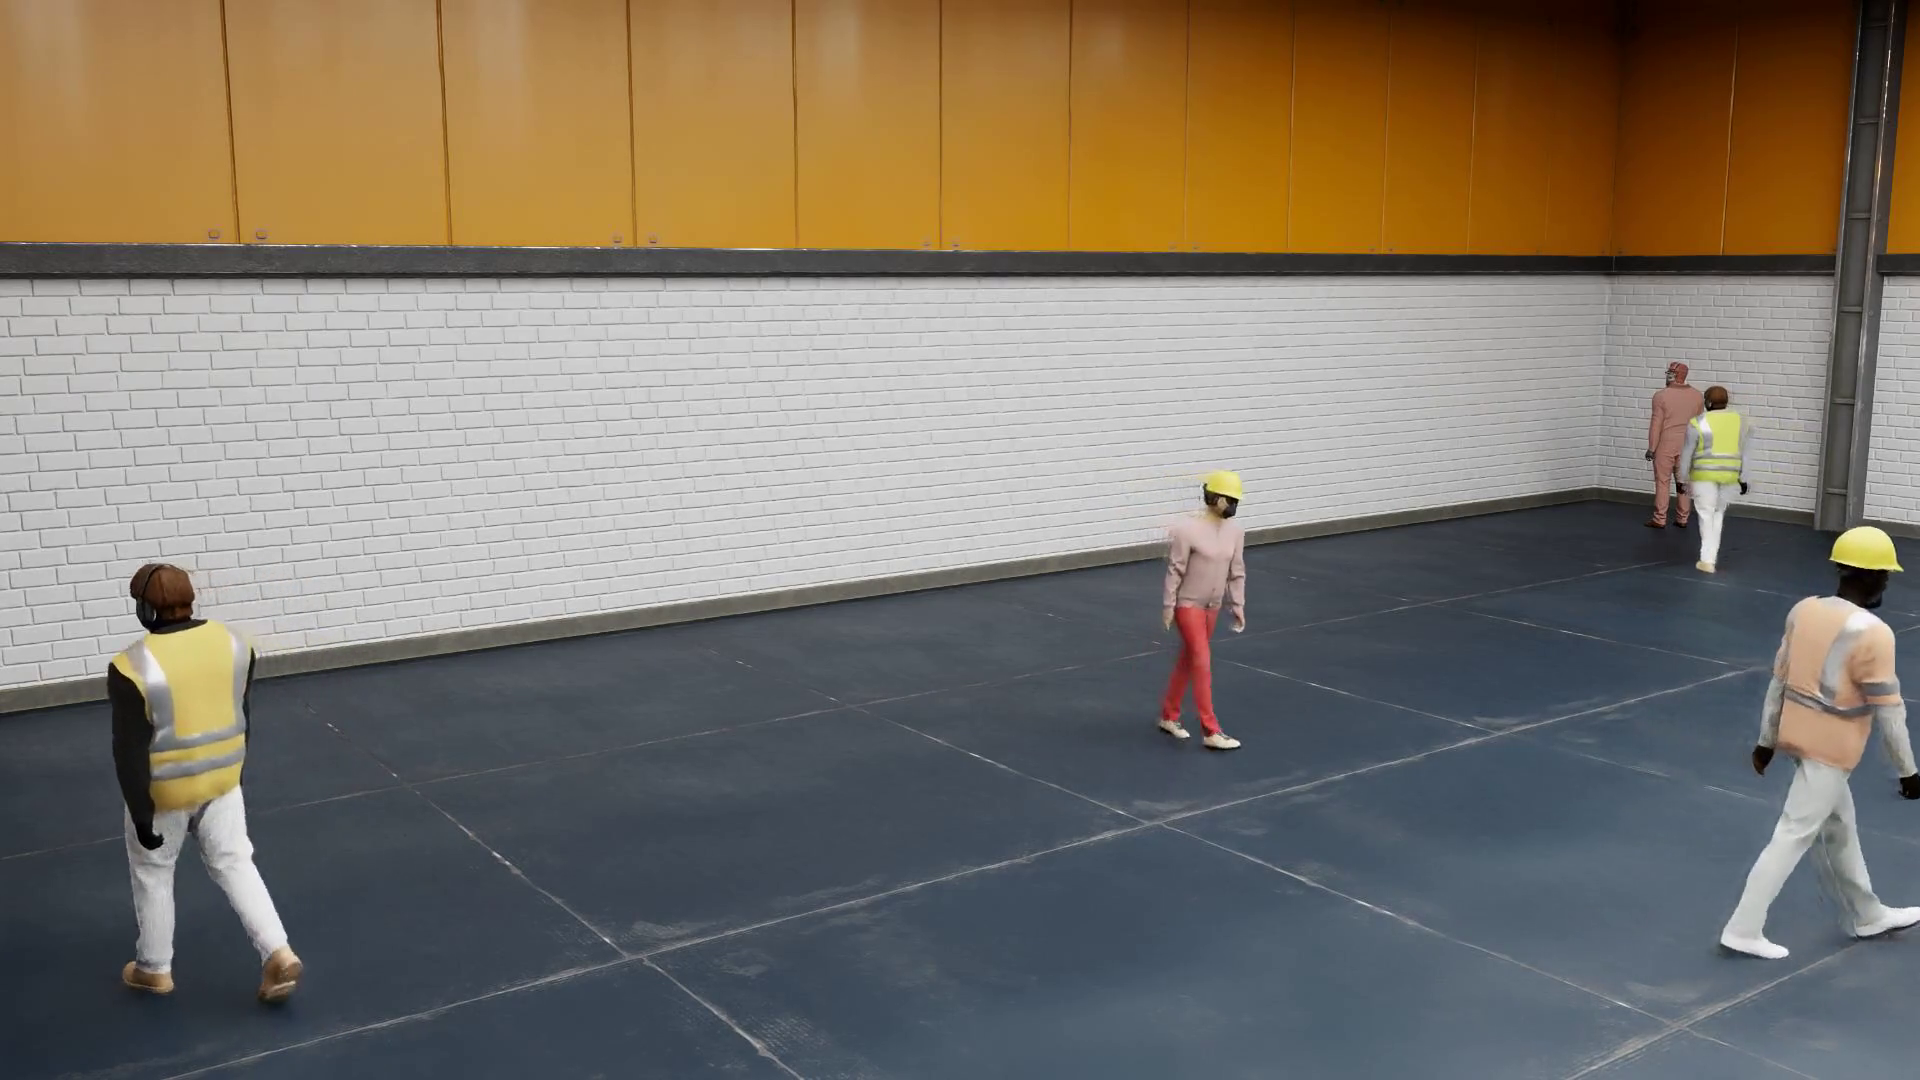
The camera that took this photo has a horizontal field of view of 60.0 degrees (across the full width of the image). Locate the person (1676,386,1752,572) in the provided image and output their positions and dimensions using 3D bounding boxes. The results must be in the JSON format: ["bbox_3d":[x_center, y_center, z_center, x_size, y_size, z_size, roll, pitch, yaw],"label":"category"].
[{"bbox_3d":[7.388,-0.615,16.441,0.661,1.821,0.660,-1,9,-3],"label":"person"}]

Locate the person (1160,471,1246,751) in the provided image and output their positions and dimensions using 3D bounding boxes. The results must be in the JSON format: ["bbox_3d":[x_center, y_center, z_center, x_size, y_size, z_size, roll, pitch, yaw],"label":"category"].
[{"bbox_3d":[1.533,0.431,10.298,0.548,1.716,0.802,-7,12,-38],"label":"person"}]

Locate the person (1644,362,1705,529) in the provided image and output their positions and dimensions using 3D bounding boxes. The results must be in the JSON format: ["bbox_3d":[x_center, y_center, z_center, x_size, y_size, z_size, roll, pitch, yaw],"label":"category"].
[{"bbox_3d":[8.151,-1.079,19.035,0.651,1.912,0.409,-2,9,-10],"label":"person"}]

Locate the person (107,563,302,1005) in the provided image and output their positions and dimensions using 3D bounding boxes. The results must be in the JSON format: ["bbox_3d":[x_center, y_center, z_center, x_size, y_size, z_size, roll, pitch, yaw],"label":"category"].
[{"bbox_3d":[-3.056,0.982,6.649,0.851,1.811,0.621,6,11,34],"label":"person"}]

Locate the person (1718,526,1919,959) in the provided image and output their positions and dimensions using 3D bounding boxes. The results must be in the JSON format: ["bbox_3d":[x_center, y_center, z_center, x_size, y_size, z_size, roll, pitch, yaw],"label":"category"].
[{"bbox_3d":[3.732,0.872,7.126,1.003,1.871,0.601,-1,9,-3],"label":"person"}]
